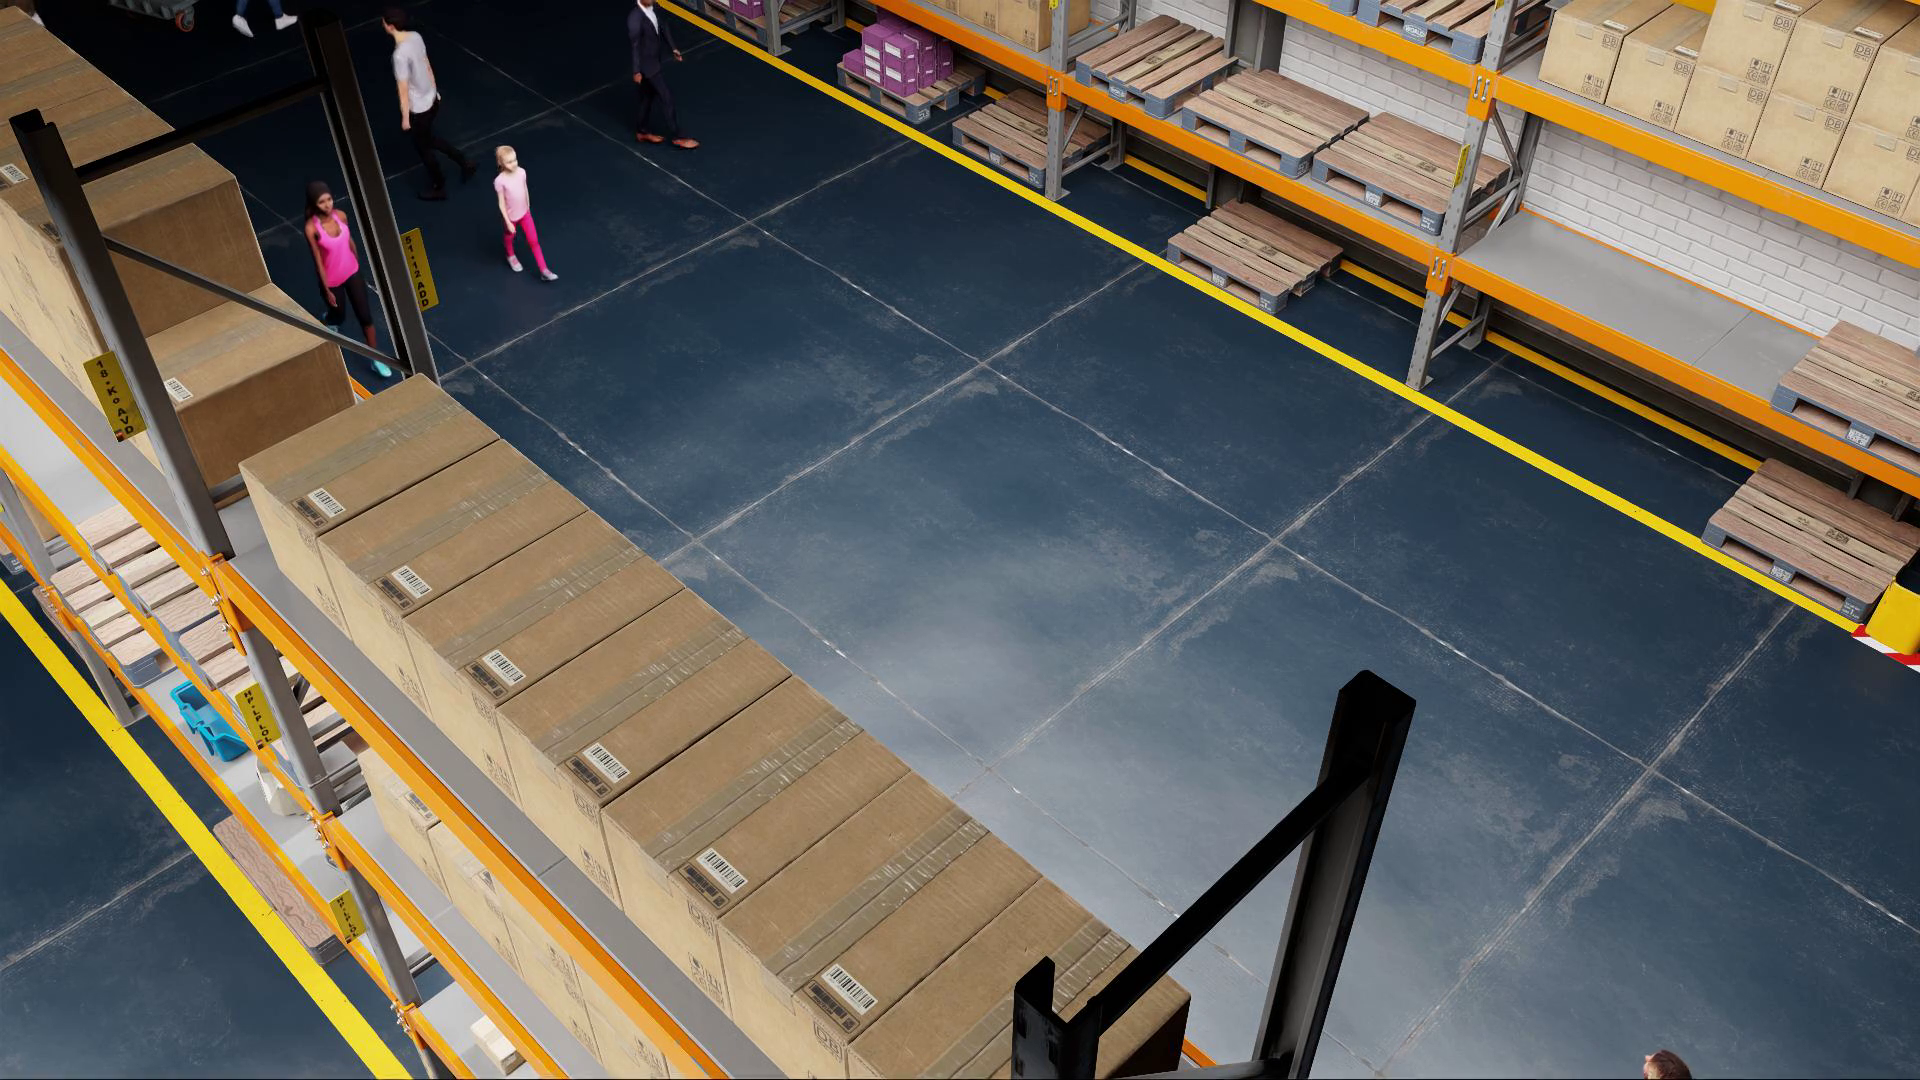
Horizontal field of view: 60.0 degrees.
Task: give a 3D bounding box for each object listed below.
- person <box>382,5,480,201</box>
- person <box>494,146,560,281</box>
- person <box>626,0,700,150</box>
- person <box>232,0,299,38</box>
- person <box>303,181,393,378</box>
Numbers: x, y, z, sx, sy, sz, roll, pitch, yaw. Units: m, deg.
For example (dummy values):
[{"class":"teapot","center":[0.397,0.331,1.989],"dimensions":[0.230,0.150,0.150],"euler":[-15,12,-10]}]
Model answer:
[{"class":"person","center":[-4.750,-3.898,14.958],"dimensions":[1.013,1.844,0.952],"euler":[0,44,0]},{"class":"person","center":[-3.854,-2.821,14.268],"dimensions":[0.489,1.238,0.884],"euler":[-33,53,-30]},{"class":"person","center":[-3.022,-4.494,15.693],"dimensions":[1.024,1.694,0.929],"euler":[5,44,6]},{"class":"person","center":[-7.479,-6.129,17.340],"dimensions":[1.000,1.790,0.952],"euler":[19,47,19]},{"class":"person","center":[-4.954,-2.093,13.166],"dimensions":[1.024,1.702,0.543],"euler":[34,53,30]}]
